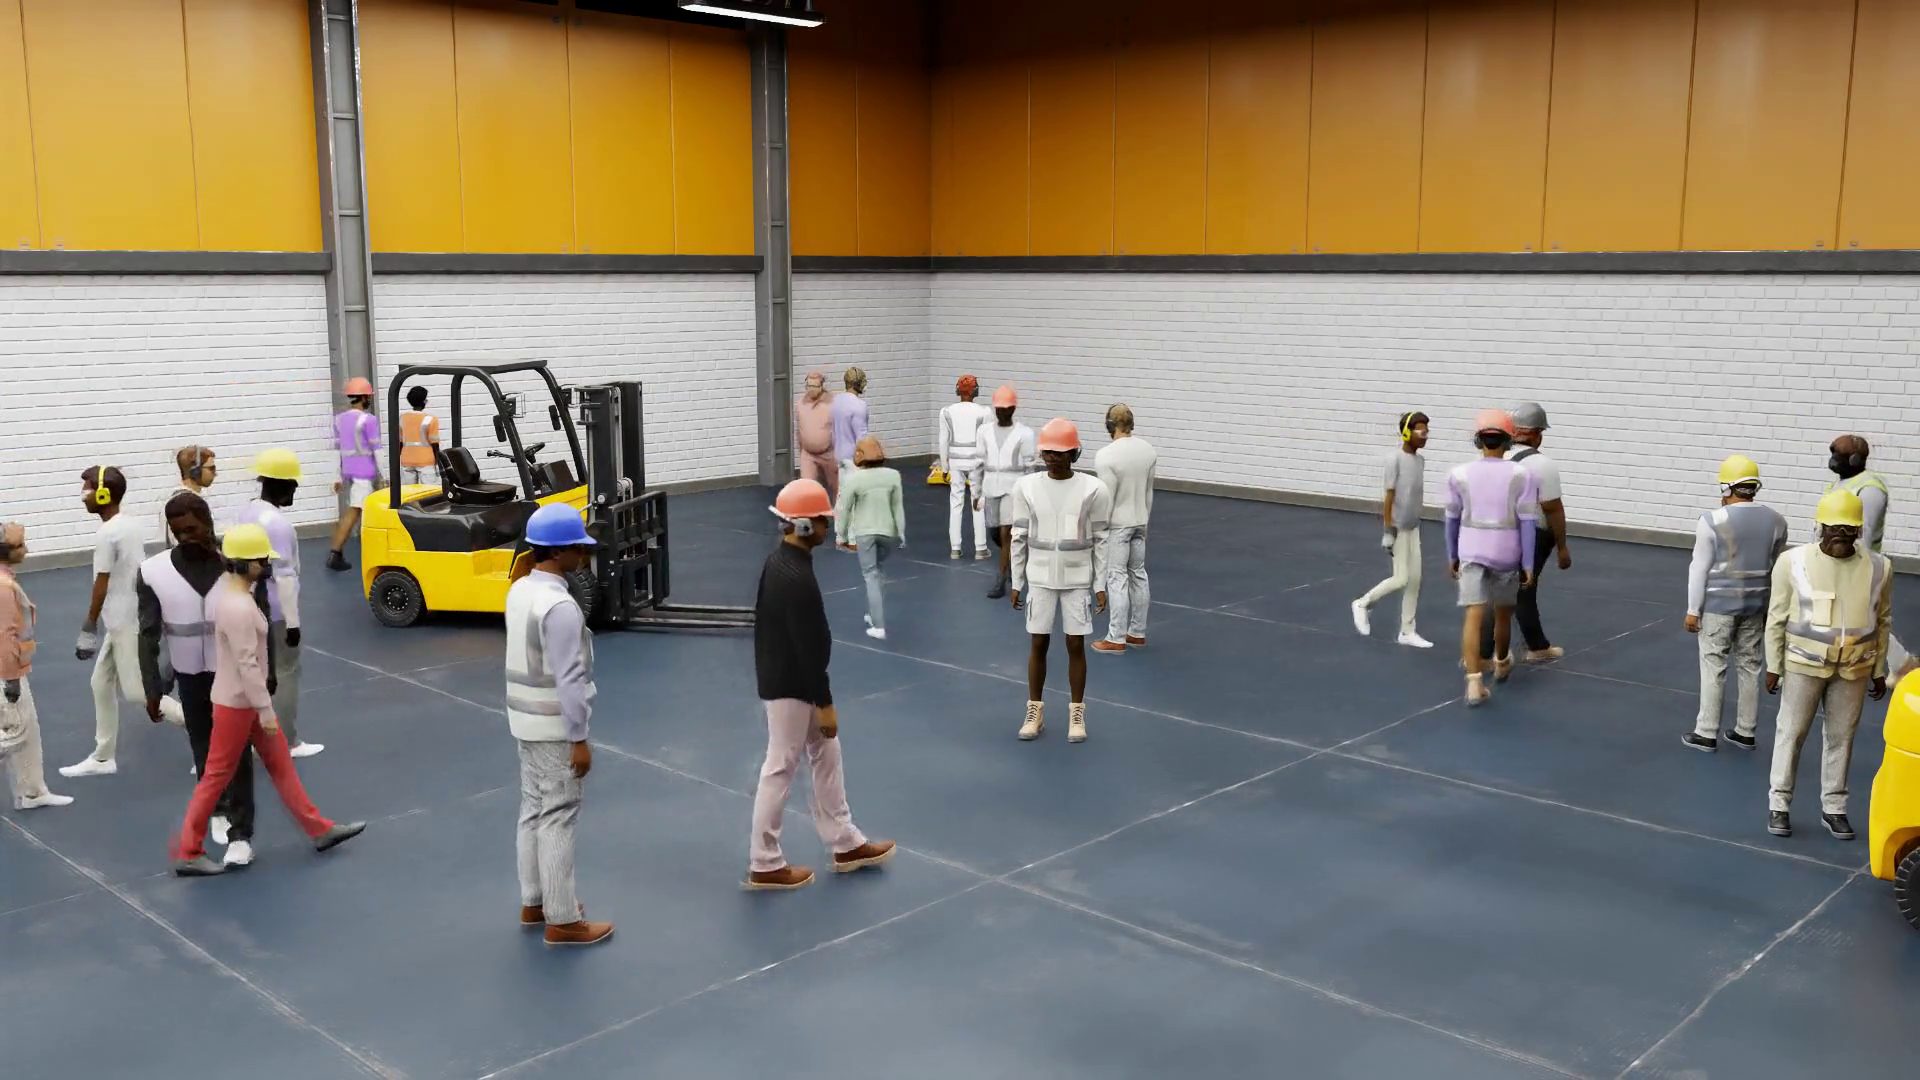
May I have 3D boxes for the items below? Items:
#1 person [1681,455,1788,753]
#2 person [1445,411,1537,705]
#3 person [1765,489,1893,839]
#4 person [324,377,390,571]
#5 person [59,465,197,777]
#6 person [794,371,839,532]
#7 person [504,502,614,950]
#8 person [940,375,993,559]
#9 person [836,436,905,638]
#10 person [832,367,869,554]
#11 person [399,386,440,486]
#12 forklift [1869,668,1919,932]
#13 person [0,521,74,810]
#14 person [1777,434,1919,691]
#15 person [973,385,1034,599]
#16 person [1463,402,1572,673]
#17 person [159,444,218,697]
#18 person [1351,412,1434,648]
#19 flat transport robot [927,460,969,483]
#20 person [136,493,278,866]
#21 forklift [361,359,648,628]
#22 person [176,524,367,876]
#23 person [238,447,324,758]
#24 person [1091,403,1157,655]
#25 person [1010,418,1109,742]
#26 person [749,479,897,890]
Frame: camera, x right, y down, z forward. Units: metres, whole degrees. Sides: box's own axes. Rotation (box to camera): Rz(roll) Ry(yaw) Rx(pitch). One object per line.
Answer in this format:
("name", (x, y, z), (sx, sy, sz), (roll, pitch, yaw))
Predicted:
("person", (4.725, 0.392, 10.184), (0.593, 1.826, 0.403), (-2, 9, -11))
("person", (3.667, 0.100, 11.497), (0.625, 1.969, 1.093), (4, 10, 24))
("person", (4.489, 0.643, 8.610), (0.599, 1.830, 0.403), (2, 9, 11))
("person", (-5.935, -0.655, 16.430), (0.545, 1.892, 1.012), (7, 11, 35))
("person", (-4.784, 0.478, 9.635), (0.856, 1.839, 0.515), (-3, 10, -17))
("person", (-1.518, -0.939, 18.320), (0.650, 1.850, 1.030), (3, 10, 15))
("person", (-1.770, 0.802, 7.278), (0.404, 1.945, 0.614), (-6, 11, -33))
("person", (0.081, -0.737, 16.913), (0.575, 1.883, 0.352), (2, 9, 12))
("person", (-0.758, -0.042, 13.465), (0.535, 1.602, 0.719), (-5, 10, -27))
("person", (-1.113, -0.828, 17.304), (0.355, 1.936, 0.636), (-5, 11, -29))
("person", (-5.863, -0.822, 18.033), (0.539, 1.695, 0.319), (3, 10, 17))
("forklift", (5.205, 0.723, 7.013), (2.313, 2.155, 1.214), (9, 13, 43))
("person", (-5.167, 0.707, 8.889), (0.592, 1.619, 0.521), (-6, 11, -34))
("person", (6.232, 0.171, 11.554), (0.821, 1.818, 0.621), (0, 9, 0))
("person", (0.422, -0.467, 15.184), (0.550, 1.914, 0.875), (4, 10, 22))
("person", (4.103, -0.047, 12.198), (1.027, 2.000, 0.688), (-4, 10, -22))
("person", (-4.999, 0.302, 10.731), (0.533, 1.824, 0.551), (-4, 10, -25))
("person", (3.432, -0.085, 13.023), (0.538, 1.851, 0.581), (-8, 12, -42))
("flat transport robot", (-0.058, -0.974, 23.298), (0.652, 0.197, 1.431), (1, 9, 5))
("person", (-3.727, 0.691, 8.279), (0.617, 1.843, 0.943), (-3, 10, -20))
("forklift", (-3.850, -0.407, 13.936), (2.313, 2.155, 1.214), (2, 9, 11))
("person", (-3.444, 0.776, 8.145), (0.902, 1.715, 0.557), (-4, 10, -21))
("person", (-4.108, 0.396, 9.896), (0.503, 1.902, 0.612), (-9, 13, -43))
("person", (1.240, -0.084, 12.760), (0.627, 1.934, 0.370), (-9, 13, -44))
("person", (0.613, 0.254, 10.351), (0.614, 2.039, 0.390), (2, 9, 10))
("person", (-0.631, 0.690, 7.891), (0.864, 1.965, 0.652), (-2, 9, -11))
